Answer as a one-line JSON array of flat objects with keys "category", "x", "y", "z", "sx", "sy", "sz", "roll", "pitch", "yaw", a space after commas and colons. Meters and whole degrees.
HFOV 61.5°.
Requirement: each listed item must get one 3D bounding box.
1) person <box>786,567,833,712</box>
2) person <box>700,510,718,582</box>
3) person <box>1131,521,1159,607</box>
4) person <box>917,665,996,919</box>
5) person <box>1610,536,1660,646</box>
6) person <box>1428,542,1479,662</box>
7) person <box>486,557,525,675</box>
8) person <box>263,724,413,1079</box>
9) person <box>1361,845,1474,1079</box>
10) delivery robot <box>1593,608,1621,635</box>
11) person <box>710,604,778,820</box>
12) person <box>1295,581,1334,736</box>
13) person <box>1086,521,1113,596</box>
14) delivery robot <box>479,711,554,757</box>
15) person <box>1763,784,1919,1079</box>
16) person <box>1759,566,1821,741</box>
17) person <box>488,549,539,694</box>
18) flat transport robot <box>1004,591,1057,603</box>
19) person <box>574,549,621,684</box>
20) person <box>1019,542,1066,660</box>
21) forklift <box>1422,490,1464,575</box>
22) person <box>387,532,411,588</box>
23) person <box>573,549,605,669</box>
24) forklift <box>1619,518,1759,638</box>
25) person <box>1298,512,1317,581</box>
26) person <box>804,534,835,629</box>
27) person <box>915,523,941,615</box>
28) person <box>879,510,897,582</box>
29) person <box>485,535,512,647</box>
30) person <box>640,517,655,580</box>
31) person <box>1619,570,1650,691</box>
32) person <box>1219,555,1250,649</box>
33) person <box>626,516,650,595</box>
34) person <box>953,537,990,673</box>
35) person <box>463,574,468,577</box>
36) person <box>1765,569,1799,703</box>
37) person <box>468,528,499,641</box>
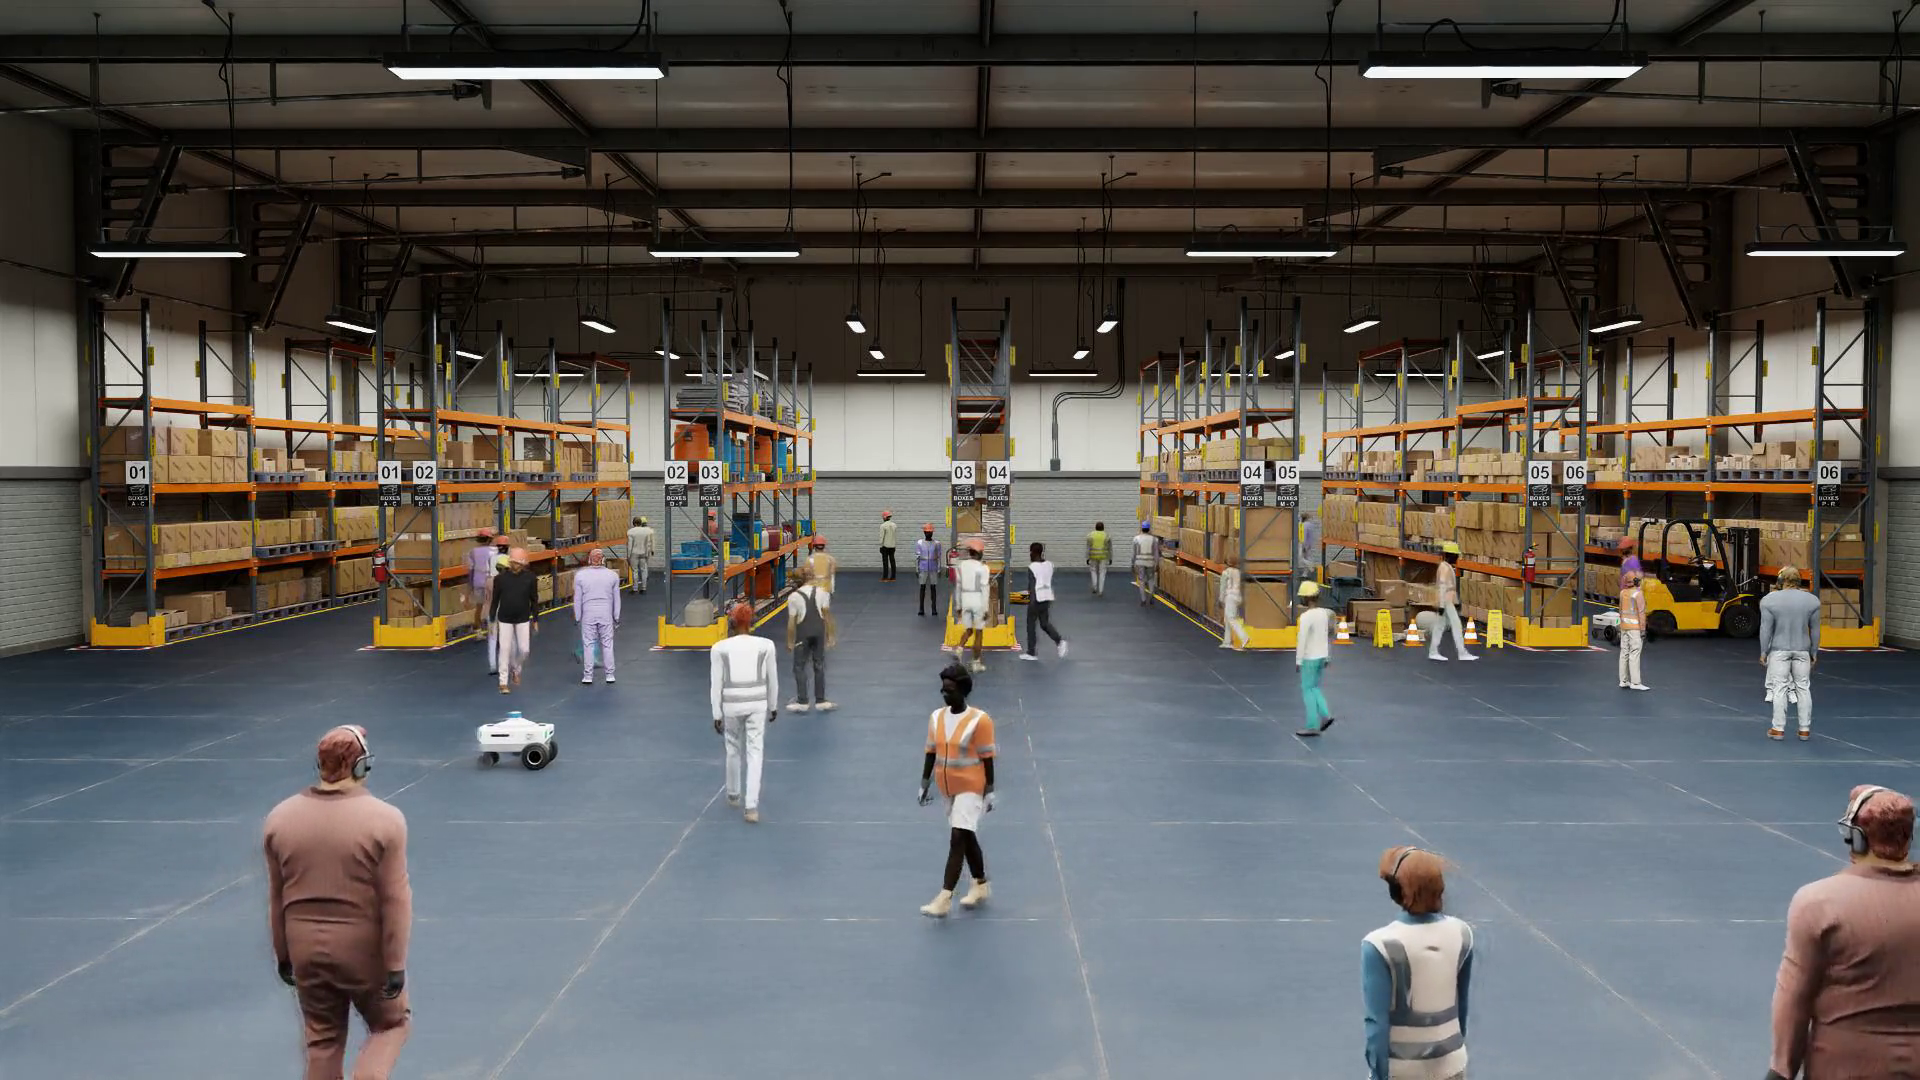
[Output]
[{"category": "person", "x": -1.856, "y": 1.242, "z": 20.227, "sx": 0.653, "sy": 1.805, "sz": 0.343, "roll": -1, "pitch": 3, "yaw": -29}, {"category": "person", "x": -6.873, "y": 0.169, "z": 44.691, "sx": 0.623, "sy": 1.992, "sz": 0.396, "roll": 0, "pitch": 2, "yaw": 9}, {"category": "person", "x": 4.171, "y": 0.533, "z": 36.522, "sx": 0.611, "sy": 1.916, "sz": 0.822, "roll": 0, "pitch": 2, "yaw": -1}, {"category": "person", "x": -0.075, "y": 1.677, "z": 10.799, "sx": 0.544, "sy": 1.653, "sz": 0.830, "roll": 2, "pitch": 3, "yaw": 44}, {"category": "person", "x": 11.586, "y": 0.883, "z": 27.795, "sx": 0.691, "sy": 1.910, "sz": 0.556, "roll": 0, "pitch": 2, "yaw": 5}, {"category": "person", "x": 7.819, "y": 0.981, "z": 25.511, "sx": 0.874, "sy": 1.892, "sz": 0.610, "roll": 1, "pitch": 2, "yaw": 17}, {"category": "person", "x": -6.815, "y": 1.122, "z": 24.134, "sx": 0.529, "sy": 1.725, "sz": 0.868, "roll": 0, "pitch": 2, "yaw": 9}, {"category": "person", "x": -2.602, "y": 1.726, "z": 6.809, "sx": 0.648, "sy": 1.895, "sz": 0.452, "roll": 0, "pitch": 2, "yaw": 6}, {"category": "person", "x": 1.673, "y": 1.910, "z": 5.861, "sx": 0.524, "sy": 1.595, "sz": 0.878, "roll": -1, "pitch": 2, "yaw": -22}, {"category": "delivery robot", "x": 11.747, "y": 1.473, "z": 29.102, "sx": 0.477, "sy": 0.478, "sz": 0.707, "roll": -1, "pitch": 2, "yaw": -16}, {"category": "person", "x": -1.880, "y": 1.467, "z": 14.070, "sx": 0.577, "sy": 1.831, "sz": 0.989, "roll": 0, "pitch": 2, "yaw": -7}, {"category": "person", "x": 3.954, "y": 1.335, "z": 18.215, "sx": 0.357, "sy": 1.750, "sz": 0.539, "roll": 2, "pitch": 3, "yaw": 42}, {"category": "person", "x": 3.454, "y": 0.448, "z": 39.884, "sx": 0.650, "sy": 1.814, "sz": 0.768, "roll": 0, "pitch": 2, "yaw": 9}, {"category": "delivery robot", "x": -4.490, "y": 1.980, "z": 16.335, "sx": 0.707, "sy": 0.478, "sz": 0.477, "roll": 0, "pitch": 2, "yaw": -3}, {"category": "person", "x": 3.088, "y": 1.777, "z": 5.485, "sx": 0.649, "sy": 1.891, "sz": 0.447, "roll": 0, "pitch": 2, "yaw": -5}, {"category": "person", "x": 9.252, "y": 1.257, "z": 18.022, "sx": 0.628, "sy": 1.940, "sz": 0.377, "roll": 1, "pitch": 2, "yaw": 13}, {"category": "person", "x": -6.075, "y": 1.090, "z": 21.949, "sx": 0.693, "sy": 1.957, "sz": 0.591, "roll": -1, "pitch": 2, "yaw": -20}, {"category": "flat transport robot", "x": 1.632, "y": 1.316, "z": 37.727, "sx": 0.652, "sy": 0.197, "sz": 1.431, "roll": 1, "pitch": 3, "yaw": 32}, {"category": "person", "x": -5.142, "y": 1.080, "z": 22.871, "sx": 0.651, "sy": 1.906, "sz": 0.403, "roll": -1, "pitch": 2, "yaw": -18}, {"category": "person", "x": 1.317, "y": 0.971, "z": 25.766, "sx": 0.740, "sy": 1.896, "sz": 0.600, "roll": 2, "pitch": 3, "yaw": 42}, {"category": "forklift", "x": 13.926, "y": -0.371, "z": 47.846, "sx": 1.873, "sy": 2.768, "sz": 1.129, "roll": 0, "pitch": 2, "yaw": 0}, {"category": "person", "x": -11.144, "y": 0.737, "z": 32.038, "sx": 0.533, "sy": 1.864, "sz": 0.311, "roll": 0, "pitch": 2, "yaw": 10}, {"category": "person", "x": -5.611, "y": 1.047, "z": 24.678, "sx": 0.431, "sy": 1.831, "sz": 0.564, "roll": 1, "pitch": 2, "yaw": 21}, {"category": "forklift", "x": 13.417, "y": 0.684, "z": 29.791, "sx": 2.313, "sy": 2.155, "sz": 1.214, "roll": 0, "pitch": 2, "yaw": 0}, {"category": "person", "x": 9.715, "y": 0.180, "z": 45.296, "sx": 0.502, "sy": 1.928, "sz": 0.628, "roll": 1, "pitch": 3, "yaw": 27}, {"category": "person", "x": -2.449, "y": 0.861, "z": 28.158, "sx": 0.553, "sy": 1.920, "sz": 0.400, "roll": -1, "pitch": 2, "yaw": -15}, {"category": "person", "x": -0.670, "y": 0.615, "z": 34.111, "sx": 0.551, "sy": 1.942, "sz": 0.340, "roll": 0, "pitch": 2, "yaw": -1}, {"category": "person", "x": -2.014, "y": 0.169, "z": 44.844, "sx": 0.406, "sy": 1.986, "sz": 0.618, "roll": 2, "pitch": 3, "yaw": 43}, {"category": "person", "x": -7.891, "y": 0.879, "z": 27.858, "sx": 0.547, "sy": 1.914, "sz": 0.675, "roll": 1, "pitch": 3, "yaw": 30}, {"category": "person", "x": -8.887, "y": 0.246, "z": 45.410, "sx": 0.583, "sy": 1.792, "sz": 0.926, "roll": -1, "pitch": 3, "yaw": -30}, {"category": "person", "x": 9.251, "y": 1.238, "z": 22.201, "sx": 0.308, "sy": 1.641, "sz": 0.514, "roll": 0, "pitch": 2, "yaw": -11}, {"category": "person", "x": 4.671, "y": 1.057, "z": 27.306, "sx": 0.577, "sy": 1.600, "sz": 0.636, "roll": -2, "pitch": 3, "yaw": -43}, {"category": "person", "x": -8.004, "y": 0.380, "z": 40.085, "sx": 0.357, "sy": 1.938, "sz": 0.638, "roll": 2, "pitch": 3, "yaw": 45}, {"category": "person", "x": 0.174, "y": 0.971, "z": 24.015, "sx": 0.619, "sy": 2.033, "sz": 0.553, "roll": 2, "pitch": 3, "yaw": 36}, {"category": "person", "x": -12.432, "y": 0.341, "z": 40.928, "sx": 0.614, "sy": 1.947, "sz": 0.562, "roll": 1, "pitch": 3, "yaw": 28}, {"category": "person", "x": 10.703, "y": 1.236, "z": 20.962, "sx": 0.484, "sy": 1.744, "sz": 0.295, "roll": 1, "pitch": 2, "yaw": 21}, {"category": "person", "x": -8.458, "y": 0.790, "z": 28.867, "sx": 0.647, "sy": 2.001, "sz": 0.906, "roll": 0, "pitch": 2, "yaw": 7}]
